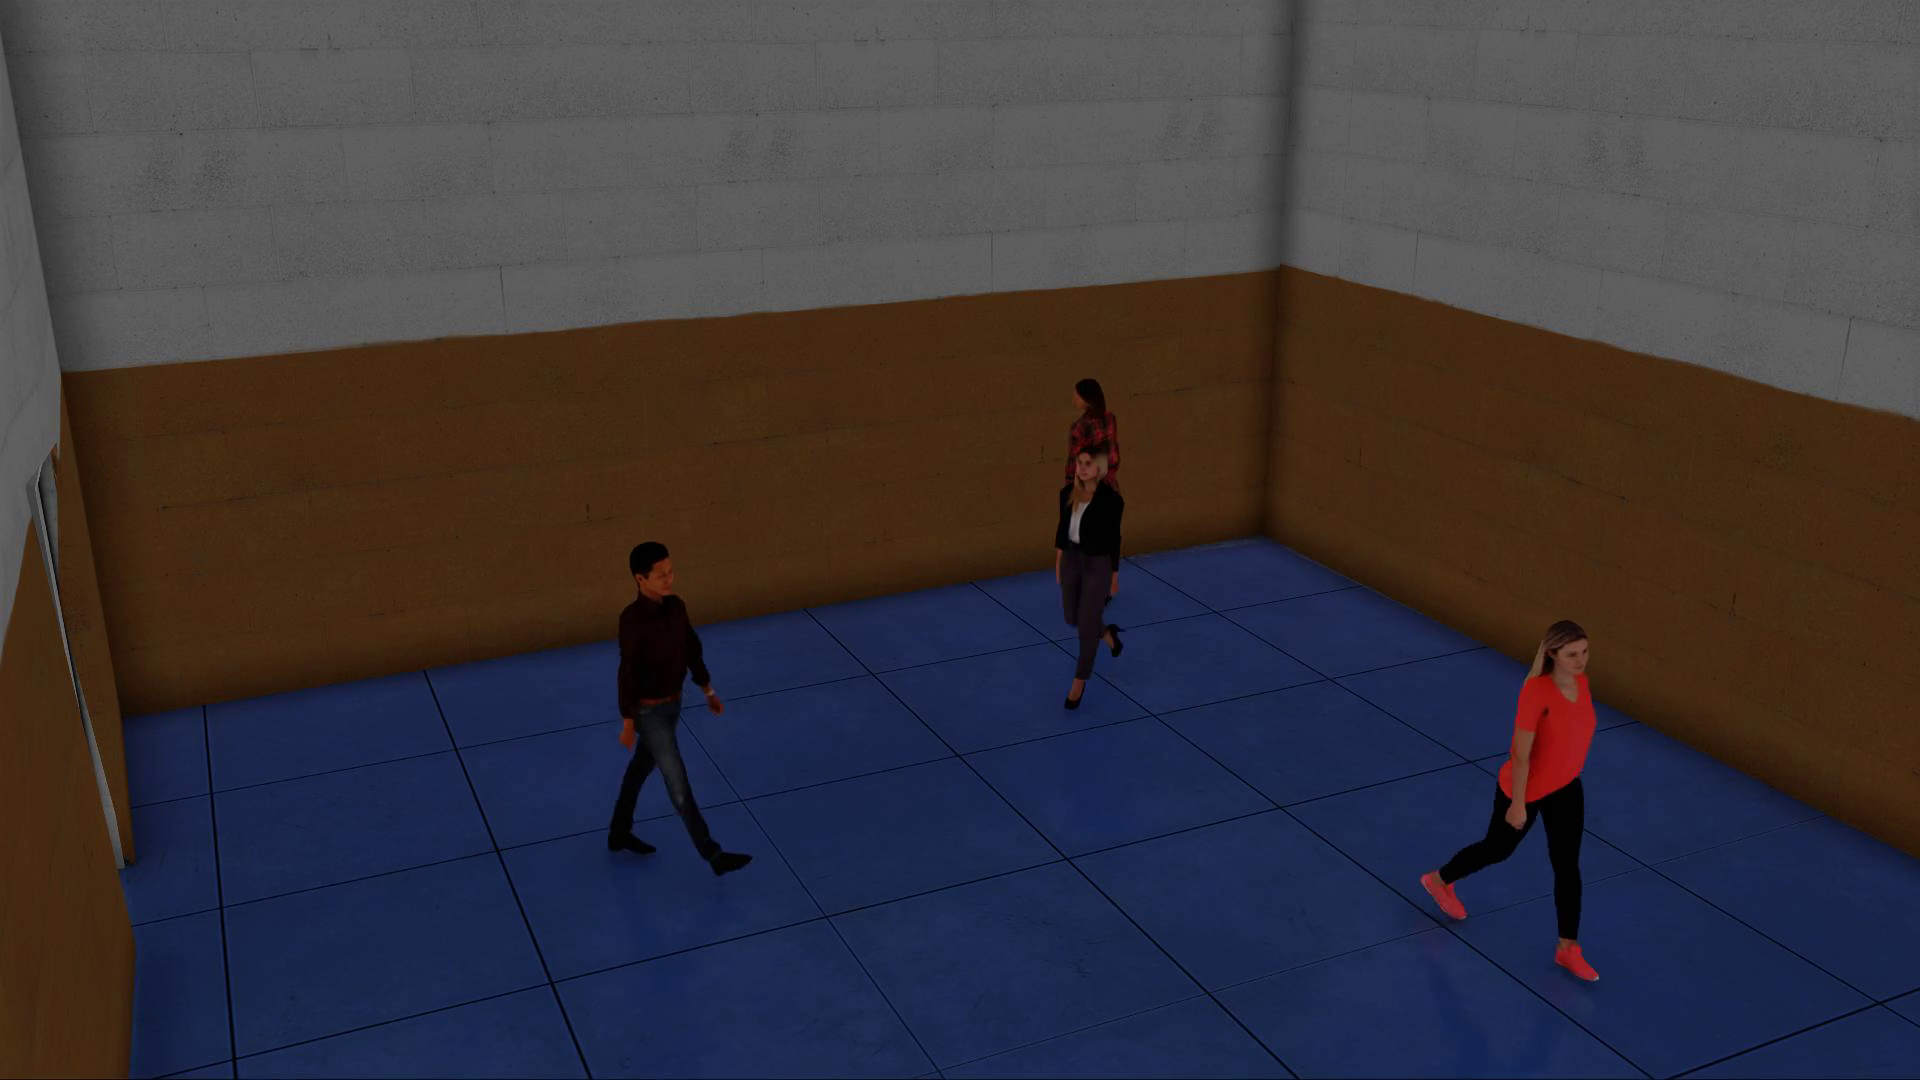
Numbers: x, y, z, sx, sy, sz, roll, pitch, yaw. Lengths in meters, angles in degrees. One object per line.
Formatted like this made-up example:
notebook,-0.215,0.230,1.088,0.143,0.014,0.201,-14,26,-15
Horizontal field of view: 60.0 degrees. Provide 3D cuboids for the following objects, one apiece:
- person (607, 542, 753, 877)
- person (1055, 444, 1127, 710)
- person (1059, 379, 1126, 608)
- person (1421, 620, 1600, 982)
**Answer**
person,-1.592,0.849,8.300,1.190,1.728,1.134,7,20,19
person,0.835,0.205,10.335,0.879,1.648,1.049,13,22,33
person,0.952,-0.326,11.861,0.638,1.678,0.787,-10,21,-28
person,2.547,1.123,7.600,1.119,1.656,0.784,-12,22,-32
